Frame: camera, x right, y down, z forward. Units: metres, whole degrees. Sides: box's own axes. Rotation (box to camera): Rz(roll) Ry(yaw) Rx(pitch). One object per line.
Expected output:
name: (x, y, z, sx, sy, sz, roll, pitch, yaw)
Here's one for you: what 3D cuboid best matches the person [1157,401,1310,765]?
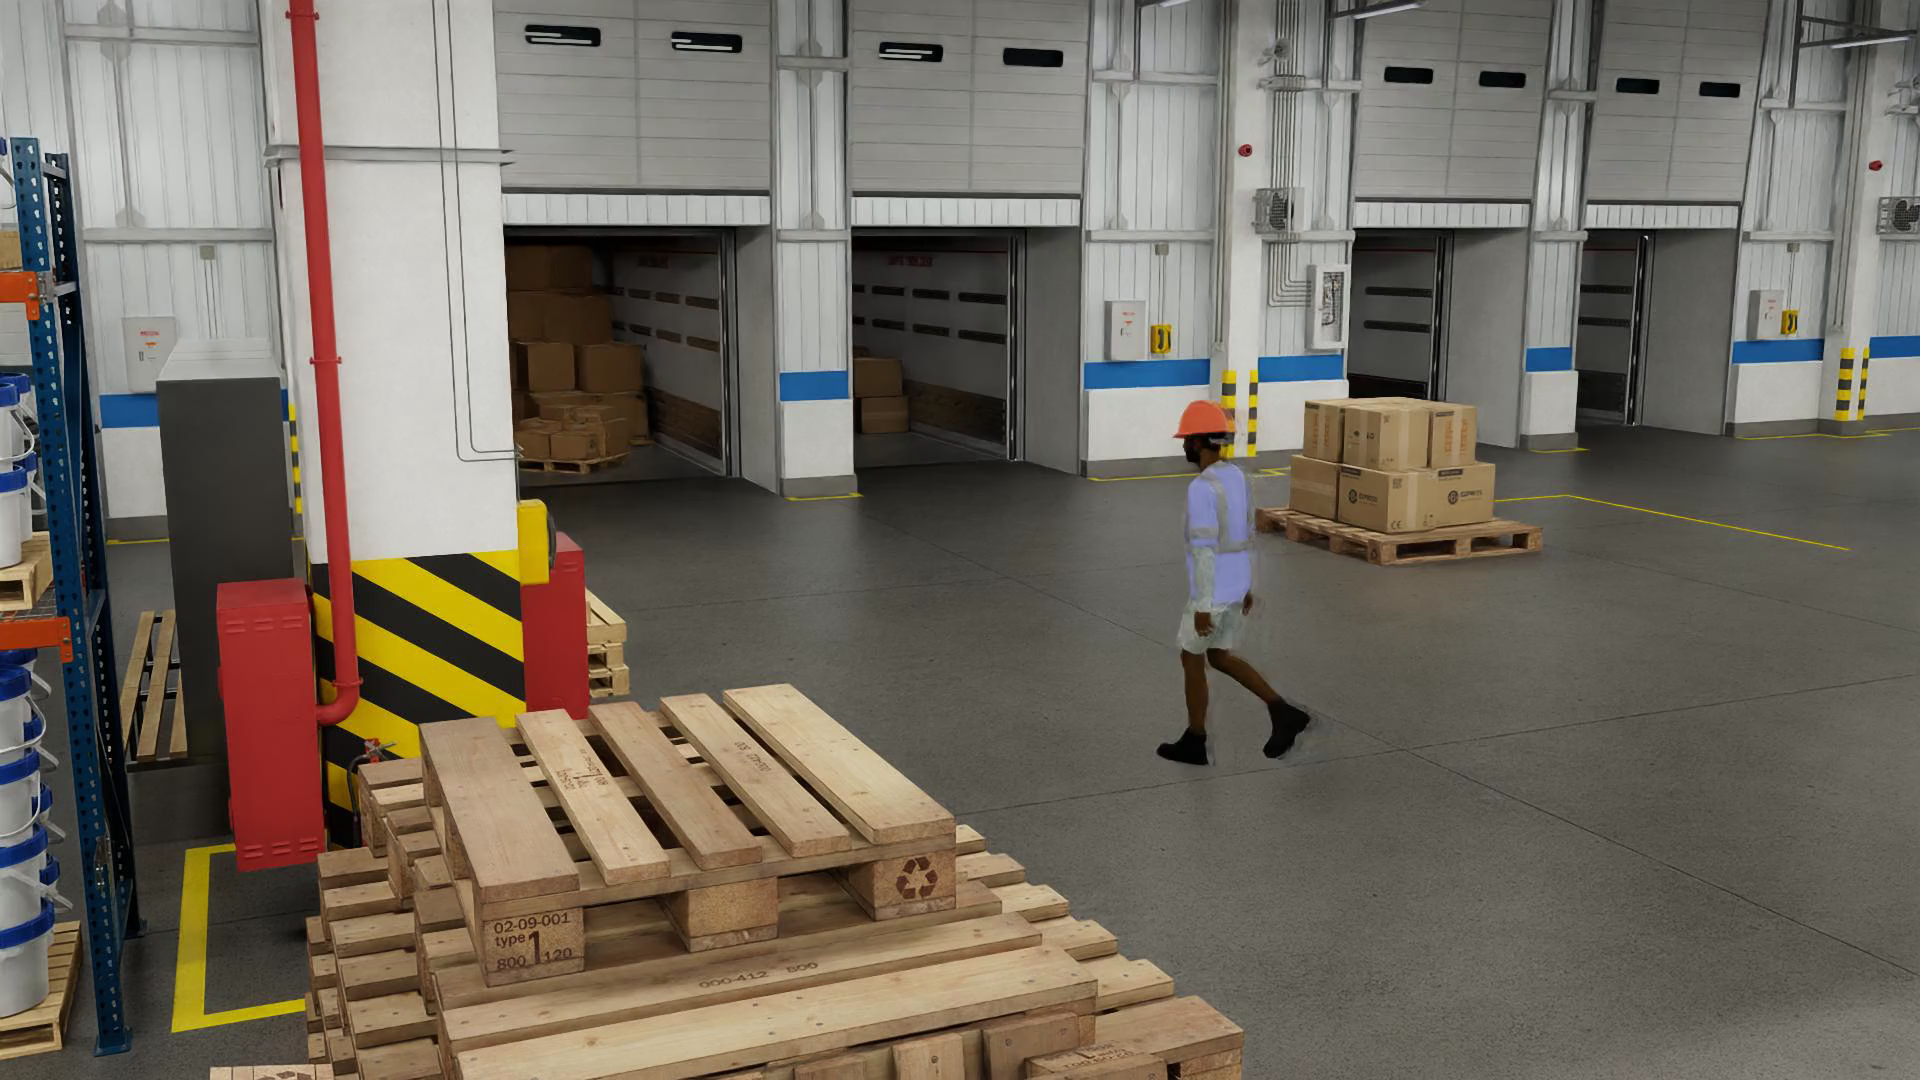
person: (1.388, 0.244, 8.522, 0.701, 1.910, 0.577, 7, 12, 32)
